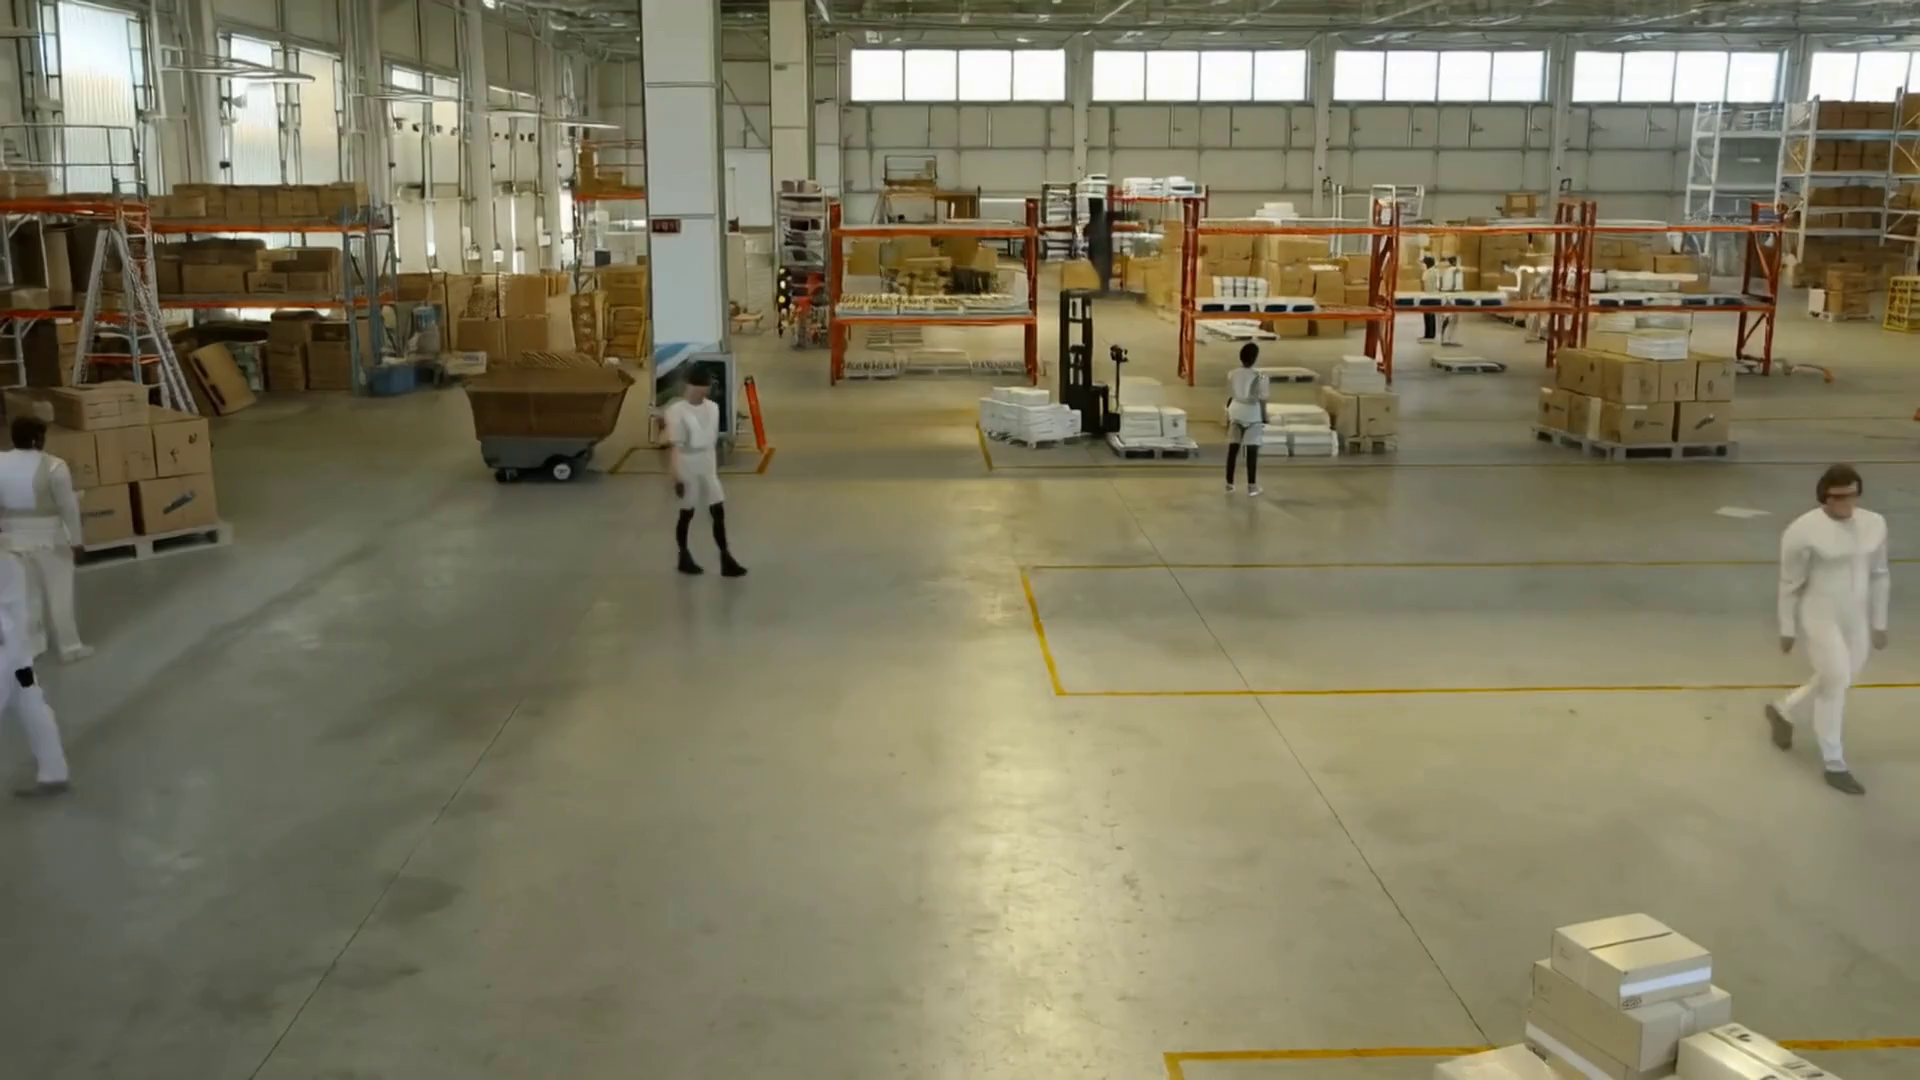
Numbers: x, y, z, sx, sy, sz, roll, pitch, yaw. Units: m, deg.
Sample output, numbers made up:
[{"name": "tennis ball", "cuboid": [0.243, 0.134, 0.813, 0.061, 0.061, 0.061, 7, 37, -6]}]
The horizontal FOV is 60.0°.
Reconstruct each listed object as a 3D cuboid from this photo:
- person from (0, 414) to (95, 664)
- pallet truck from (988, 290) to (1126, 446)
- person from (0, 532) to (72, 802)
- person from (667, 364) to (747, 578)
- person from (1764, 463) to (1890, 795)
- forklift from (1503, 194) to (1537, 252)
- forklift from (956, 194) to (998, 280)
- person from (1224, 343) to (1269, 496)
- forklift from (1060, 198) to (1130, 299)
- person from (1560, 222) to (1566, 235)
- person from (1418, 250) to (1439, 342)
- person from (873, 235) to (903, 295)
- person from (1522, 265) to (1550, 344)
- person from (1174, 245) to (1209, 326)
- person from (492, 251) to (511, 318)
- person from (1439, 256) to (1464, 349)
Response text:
[{"name": "person", "cuboid": [-6.678, -0.001, 12.095, 0.636, 1.841, 0.429, 2, 13, 7]}, {"name": "pallet truck", "cuboid": [1.257, -2.299, 22.111, 1.885, 1.965, 0.823, -9, 15, -35]}, {"name": "person", "cuboid": [-5.476, 0.645, 9.253, 0.856, 1.803, 0.616, -7, 14, -30]}, {"name": "person", "cuboid": [-2.234, -0.581, 14.551, 0.569, 1.900, 0.913, -12, 17, -43]}, {"name": "person", "cuboid": [5.113, 0.472, 9.819, 0.645, 1.907, 0.861, -3, 13, -14]}, {"name": "forklift", "cuboid": [18.848, -10.317, 56.304, 1.129, 2.768, 1.873, 1, 13, 7]}, {"name": "forklift", "cuboid": [0.225, -9.971, 54.741, 1.873, 2.768, 1.129, -7, 14, -28]}, {"name": "person", "cuboid": [3.174, -1.336, 18.471, 0.534, 1.694, 0.321, 9, 15, 34]}, {"name": "forklift", "cuboid": [3.797, -8.210, 46.791, 1.873, 2.768, 1.129, 0, 12, -2]}, {"name": "person", "cuboid": [19.995, -9.589, 55.244, 0.419, 1.907, 0.618, 11, 16, 40]}, {"name": "person", "cuboid": [9.900, -5.155, 35.164, 0.385, 1.925, 0.592, 7, 14, 30]}, {"name": "person", "cuboid": [-2.109, -8.023, 48.238, 0.984, 1.876, 0.625, -5, 13, -22]}, {"name": "person", "cuboid": [12.040, -4.917, 34.747, 0.514, 1.641, 0.308, 10, 16, 37]}, {"name": "person", "cuboid": [5.513, -5.926, 38.794, 1.060, 1.873, 0.657, 2, 13, 11]}, {"name": "person", "cuboid": [-11.305, -6.263, 40.852, 0.323, 1.631, 0.524, -11, 16, -40]}, {"name": "person", "cuboid": [9.985, -4.807, 33.714, 0.357, 1.877, 0.581, -5, 13, -21]}]
